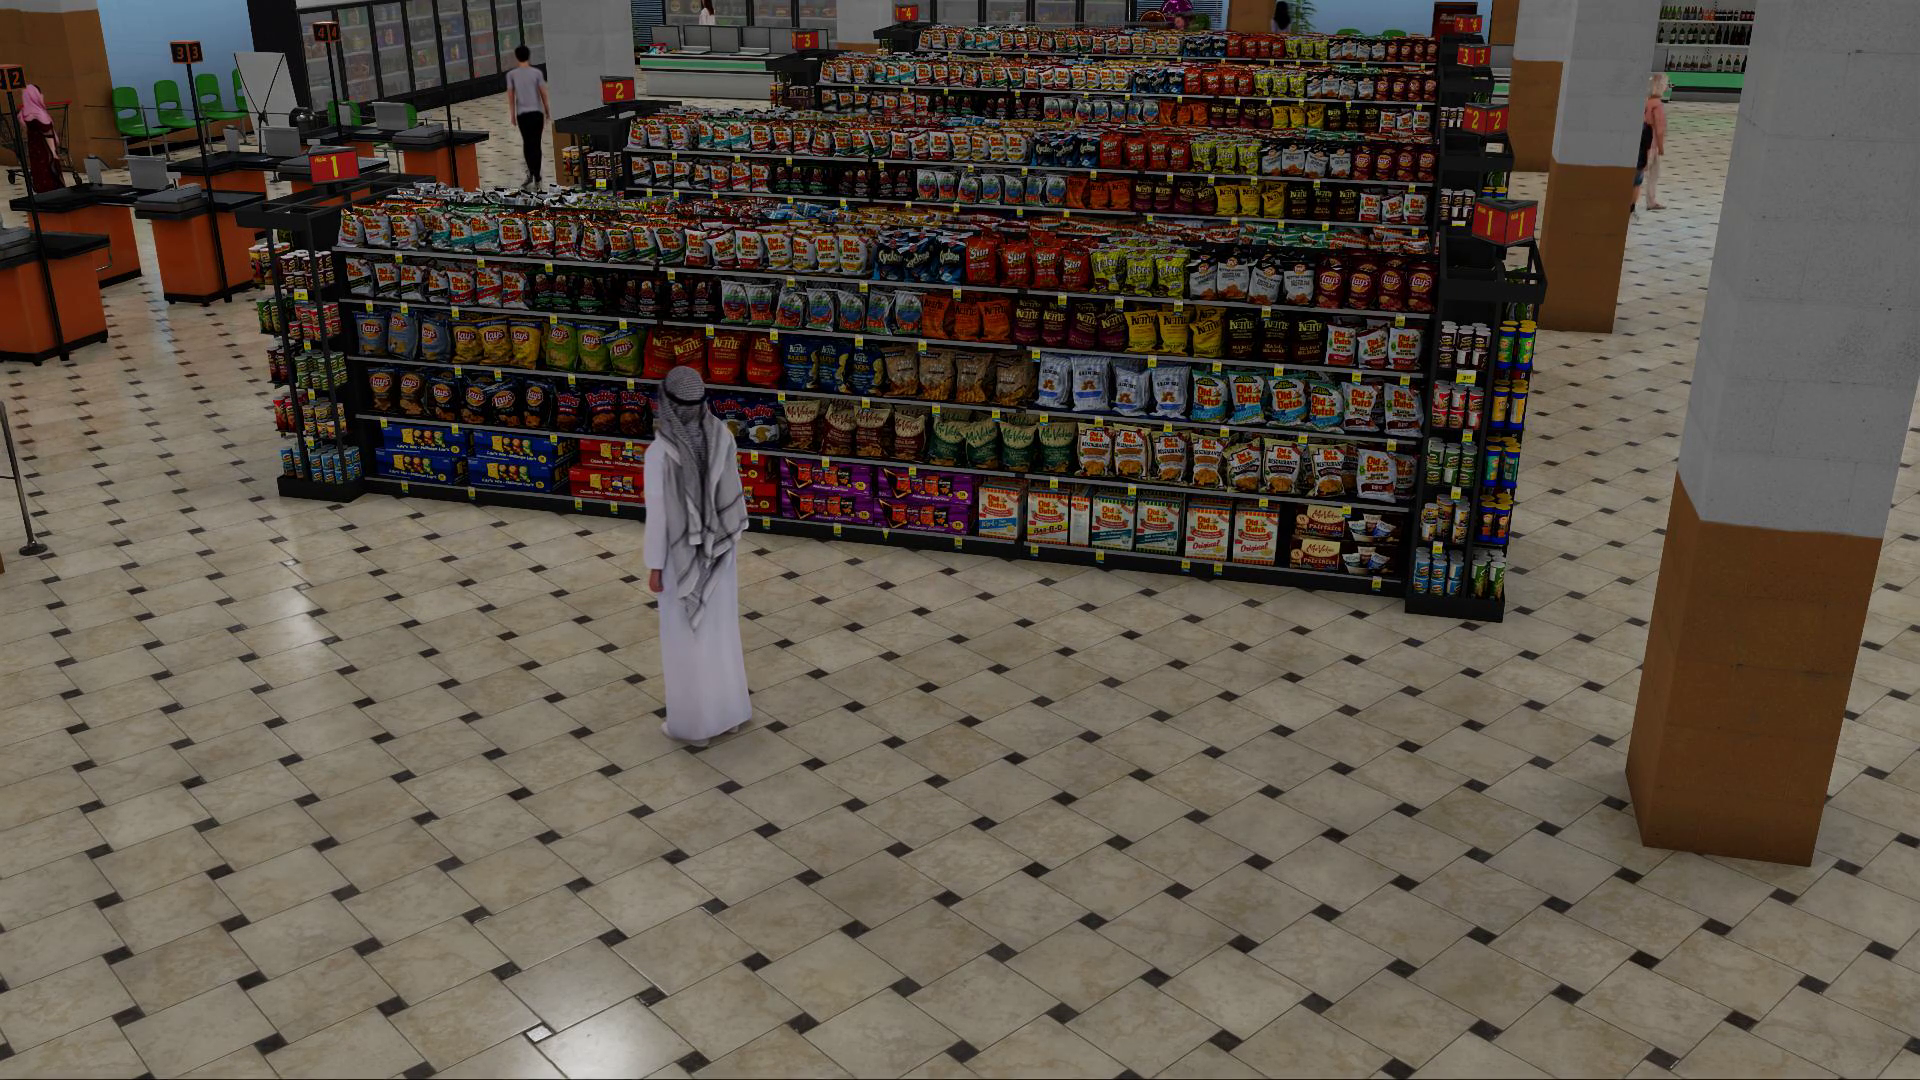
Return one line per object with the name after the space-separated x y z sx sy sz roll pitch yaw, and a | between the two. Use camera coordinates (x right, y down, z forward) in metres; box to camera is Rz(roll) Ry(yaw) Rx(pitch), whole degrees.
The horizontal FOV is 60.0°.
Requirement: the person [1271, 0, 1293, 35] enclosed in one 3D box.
6.262 -9.639 32.531 0.639 1.735 0.749 -7 23 -16 | person

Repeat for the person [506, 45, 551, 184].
-5.911 -5.806 22.877 1.215 1.821 1.013 -2 22 -6 | person

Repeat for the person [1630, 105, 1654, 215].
8.279 -4.633 20.508 0.928 1.409 0.699 9 24 22 | person

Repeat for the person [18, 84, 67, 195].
-11.416 -4.841 20.718 0.670 1.639 0.803 15 26 33 | person

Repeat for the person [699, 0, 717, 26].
-5.304 -10.655 35.122 0.572 1.688 0.633 9 24 22 | person

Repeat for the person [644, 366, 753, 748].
-1.280 0.086 8.071 0.795 1.927 0.820 -19 29 -39 | person
